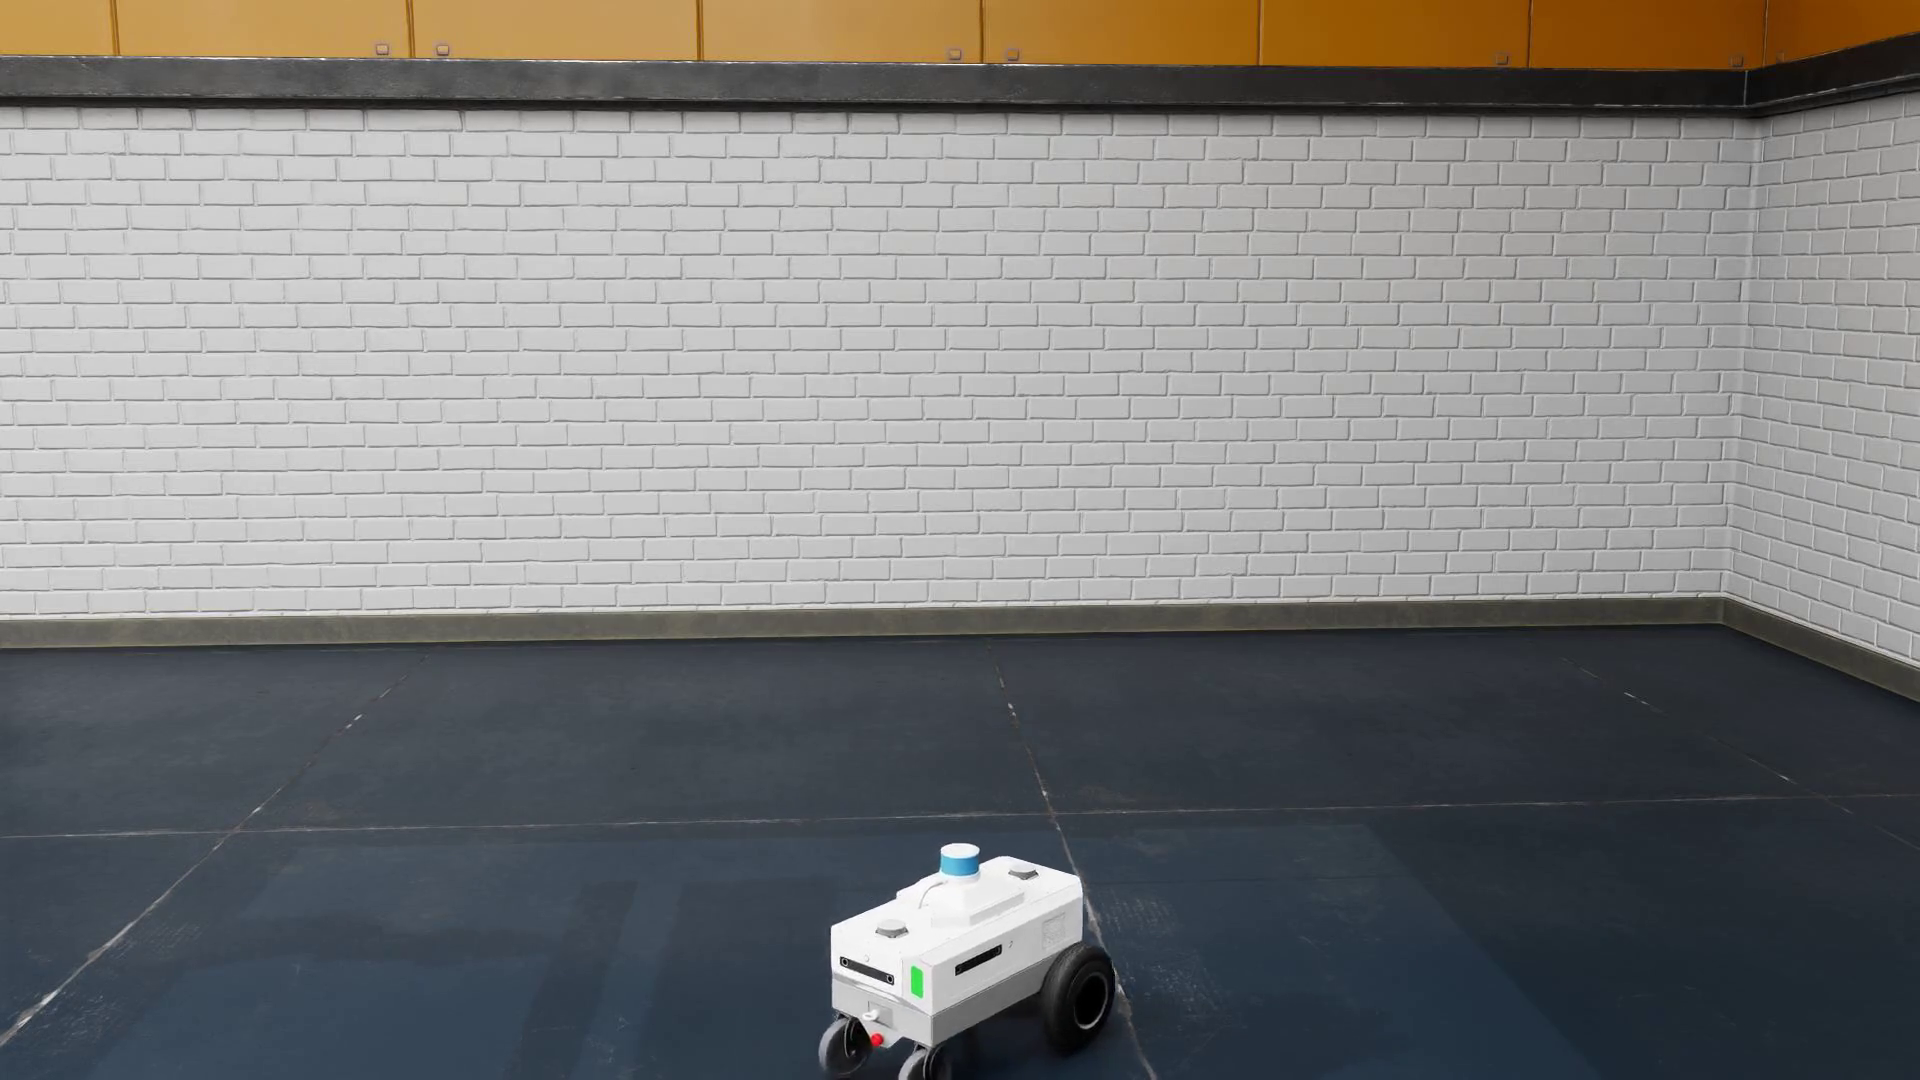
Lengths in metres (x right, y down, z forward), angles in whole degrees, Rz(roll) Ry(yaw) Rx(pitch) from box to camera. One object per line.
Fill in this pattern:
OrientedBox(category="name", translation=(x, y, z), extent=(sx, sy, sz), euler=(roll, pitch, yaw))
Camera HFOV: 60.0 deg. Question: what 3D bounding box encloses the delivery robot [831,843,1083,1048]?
OrientedBox(category="delivery robot", translation=(-0.001, 1.026, 4.274), extent=(0.477, 0.478, 0.707), euler=(8, 12, 40))
